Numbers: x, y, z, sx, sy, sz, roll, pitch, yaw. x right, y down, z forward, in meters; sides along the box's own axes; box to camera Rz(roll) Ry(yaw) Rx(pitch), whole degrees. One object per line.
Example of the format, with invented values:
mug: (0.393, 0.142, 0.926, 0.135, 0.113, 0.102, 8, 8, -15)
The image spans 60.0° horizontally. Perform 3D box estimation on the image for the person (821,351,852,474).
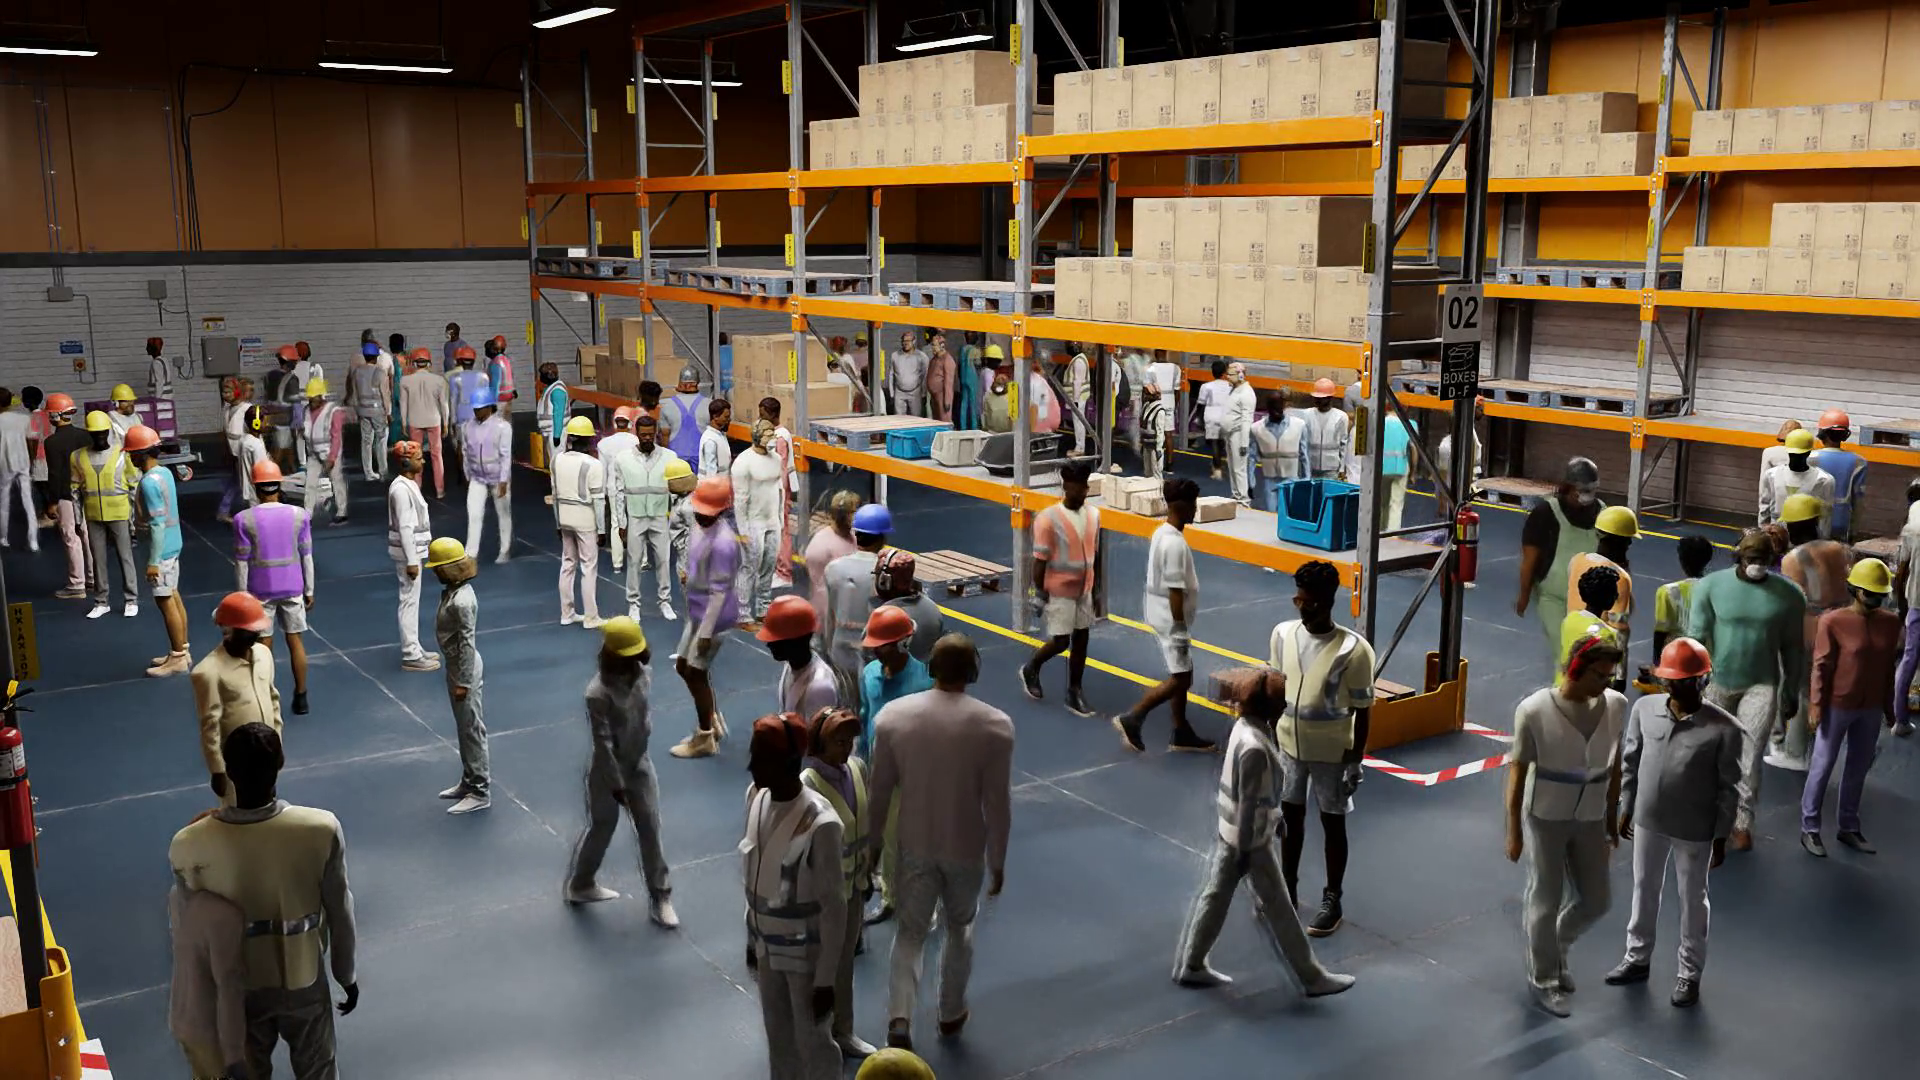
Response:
person: (-1.811, -1.838, 23.993, 0.522, 1.758, 0.350, -5, 12, -26)

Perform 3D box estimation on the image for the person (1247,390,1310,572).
person: (3.352, -0.635, 17.462, 0.658, 1.899, 0.722, 3, 11, 16)

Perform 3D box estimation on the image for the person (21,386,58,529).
person: (-10.938, -0.980, 19.752, 0.316, 1.695, 0.542, -2, 11, -12)

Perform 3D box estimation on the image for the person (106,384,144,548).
person: (-9.340, -0.839, 18.678, 0.403, 1.832, 0.593, 3, 11, 14)

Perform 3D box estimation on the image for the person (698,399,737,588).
person: (-2.422, -0.456, 16.542, 0.409, 1.907, 0.598, 0, 11, -1)

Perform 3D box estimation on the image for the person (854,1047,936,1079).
person: (-0.154, 2.061, 4.068, 0.296, 1.744, 0.487, 5, 12, 23)

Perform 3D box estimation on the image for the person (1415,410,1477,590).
person: (4.877, -0.439, 16.656, 0.712, 1.826, 0.527, 9, 14, 38)

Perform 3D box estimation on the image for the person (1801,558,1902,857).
person: (5.174, 0.966, 9.618, 0.533, 1.765, 0.326, -2, 11, -8)

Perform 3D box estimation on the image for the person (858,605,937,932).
person: (-0.330, 1.183, 8.571, 0.574, 1.740, 0.349, 10, 15, 42)

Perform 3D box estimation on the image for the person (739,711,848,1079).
person: (-0.639, 1.554, 6.304, 0.343, 1.881, 0.579, -9, 14, -37)

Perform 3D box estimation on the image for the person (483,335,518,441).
person: (-7.516, -2.482, 27.290, 0.563, 1.752, 0.328, -10, 15, -43)

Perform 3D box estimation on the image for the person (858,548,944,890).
person: (-0.360, 0.983, 9.168, 0.409, 1.909, 0.640, 6, 12, 27)

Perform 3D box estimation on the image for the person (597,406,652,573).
person: (-3.462, -0.523, 17.285, 0.560, 1.743, 0.334, 0, 11, 0)

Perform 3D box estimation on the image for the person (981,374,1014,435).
person: (0.545, -1.468, 22.499, 0.523, 1.605, 0.719, 3, 11, 16)

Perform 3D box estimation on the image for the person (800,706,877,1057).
person: (-0.551, 1.509, 7.163, 0.307, 1.636, 0.525, 7, 13, 30)

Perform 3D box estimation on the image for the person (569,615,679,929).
person: (-1.785, 1.180, 8.735, 0.775, 1.684, 0.504, 9, 14, 38)

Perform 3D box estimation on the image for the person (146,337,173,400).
person: (-12.064, -2.115, 25.081, 0.355, 1.884, 0.575, -4, 12, -17)

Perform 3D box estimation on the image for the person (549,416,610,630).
person: (-3.412, -0.157, 14.975, 0.588, 1.918, 0.396, 6, 13, 29)

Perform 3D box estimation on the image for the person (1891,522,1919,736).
person: (6.857, 0.503, 11.733, 0.328, 1.865, 0.521, -6, 13, -30)

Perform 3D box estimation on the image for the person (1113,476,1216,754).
person: (1.431, 0.535, 11.335, 0.666, 1.950, 0.661, 0, 11, 2)

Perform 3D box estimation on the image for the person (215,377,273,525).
person: (-8.517, -1.047, 19.847, 1.013, 1.785, 0.498, 1, 11, 4)

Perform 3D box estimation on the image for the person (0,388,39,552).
person: (-10.516, -0.785, 18.456, 0.524, 1.817, 0.952, -11, 15, -44)

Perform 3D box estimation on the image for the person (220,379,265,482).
person: (-8.267, -0.953, 19.277, 0.447, 1.831, 0.587, -10, 15, -43)

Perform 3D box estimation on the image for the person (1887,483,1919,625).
person: (7.385, 0.386, 12.796, 0.574, 1.667, 0.518, -5, 12, -23)

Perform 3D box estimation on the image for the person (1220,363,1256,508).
person: (3.419, -1.250, 20.628, 0.397, 1.898, 0.644, -1, 11, -7)

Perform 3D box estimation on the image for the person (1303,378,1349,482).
person: (3.979, -0.816, 18.304, 0.547, 1.934, 0.376, 3, 11, 15)

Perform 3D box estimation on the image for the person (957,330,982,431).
person: (0.182, -2.588, 27.598, 0.505, 1.846, 0.346, 10, 15, 43)

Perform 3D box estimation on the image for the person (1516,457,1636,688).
person: (4.481, 0.371, 11.953, 0.808, 2.000, 0.869, -2, 11, -11)

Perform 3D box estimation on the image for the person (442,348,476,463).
person: (-7.456, -2.006, 24.889, 0.578, 1.738, 0.360, -6, 13, -28)

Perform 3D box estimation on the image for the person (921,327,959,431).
person: (-0.393, -2.763, 28.193, 0.774, 1.969, 0.632, -2, 11, -11)

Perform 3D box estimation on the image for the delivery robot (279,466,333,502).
delivery robot: (-8.245, -0.684, 20.925, 0.707, 0.478, 0.477, 6, 13, 29)

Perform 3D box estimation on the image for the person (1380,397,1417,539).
person: (4.670, -0.702, 18.091, 0.592, 1.796, 0.926, 3, 11, 15)

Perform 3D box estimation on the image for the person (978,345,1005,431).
person: (0.390, -1.788, 23.350, 0.516, 1.911, 0.586, 0, 11, -1)

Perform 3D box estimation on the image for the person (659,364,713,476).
person: (-3.032, -0.969, 18.814, 0.677, 2.000, 0.536, -1, 11, -3)

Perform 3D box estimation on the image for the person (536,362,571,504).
person: (-5.238, -1.382, 21.474, 0.429, 1.833, 0.629, -5, 12, -22)

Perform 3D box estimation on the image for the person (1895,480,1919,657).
person: (8.259, 0.108, 13.898, 0.874, 1.803, 0.597, -1, 11, -7)

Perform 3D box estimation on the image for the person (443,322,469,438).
person: (-8.379, -2.648, 27.668, 0.632, 1.940, 0.372, 9, 14, 39)

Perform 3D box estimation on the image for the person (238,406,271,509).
person: (-6.903, -0.403, 16.403, 0.349, 1.856, 0.528, -9, 14, -37)

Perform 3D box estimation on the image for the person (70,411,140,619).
person: (-7.863, -0.232, 15.323, 0.594, 1.927, 0.367, -2, 11, -8)

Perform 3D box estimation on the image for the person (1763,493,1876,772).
person: (5.647, 0.643, 10.959, 0.599, 1.893, 0.664, -6, 13, -30)

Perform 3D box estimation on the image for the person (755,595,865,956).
person: (-0.743, 1.183, 8.146, 0.625, 1.902, 0.563, -5, 12, -23)

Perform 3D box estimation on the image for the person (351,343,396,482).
person: (-8.174, -1.773, 23.196, 0.604, 1.939, 0.415, 4, 12, 20)

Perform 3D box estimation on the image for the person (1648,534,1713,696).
person: (4.699, 0.806, 10.638, 0.539, 1.678, 0.449, -1, 11, -3)

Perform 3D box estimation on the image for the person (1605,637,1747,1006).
person: (3.376, 1.312, 7.872, 0.329, 1.751, 0.566, -10, 15, -41)

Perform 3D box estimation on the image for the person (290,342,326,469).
person: (-9.499, -1.942, 24.194, 0.572, 1.885, 0.356, 0, 11, -1)

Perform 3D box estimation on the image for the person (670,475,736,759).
person: (-1.749, 0.530, 11.275, 0.442, 1.990, 0.658, -4, 12, -22)

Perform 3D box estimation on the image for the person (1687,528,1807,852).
person: (4.656, 0.837, 9.938, 0.652, 1.912, 0.731, 4, 12, 19)

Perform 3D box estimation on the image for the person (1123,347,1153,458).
person: (2.753, -2.201, 25.419, 0.622, 1.922, 0.458, -9, 14, -39)
